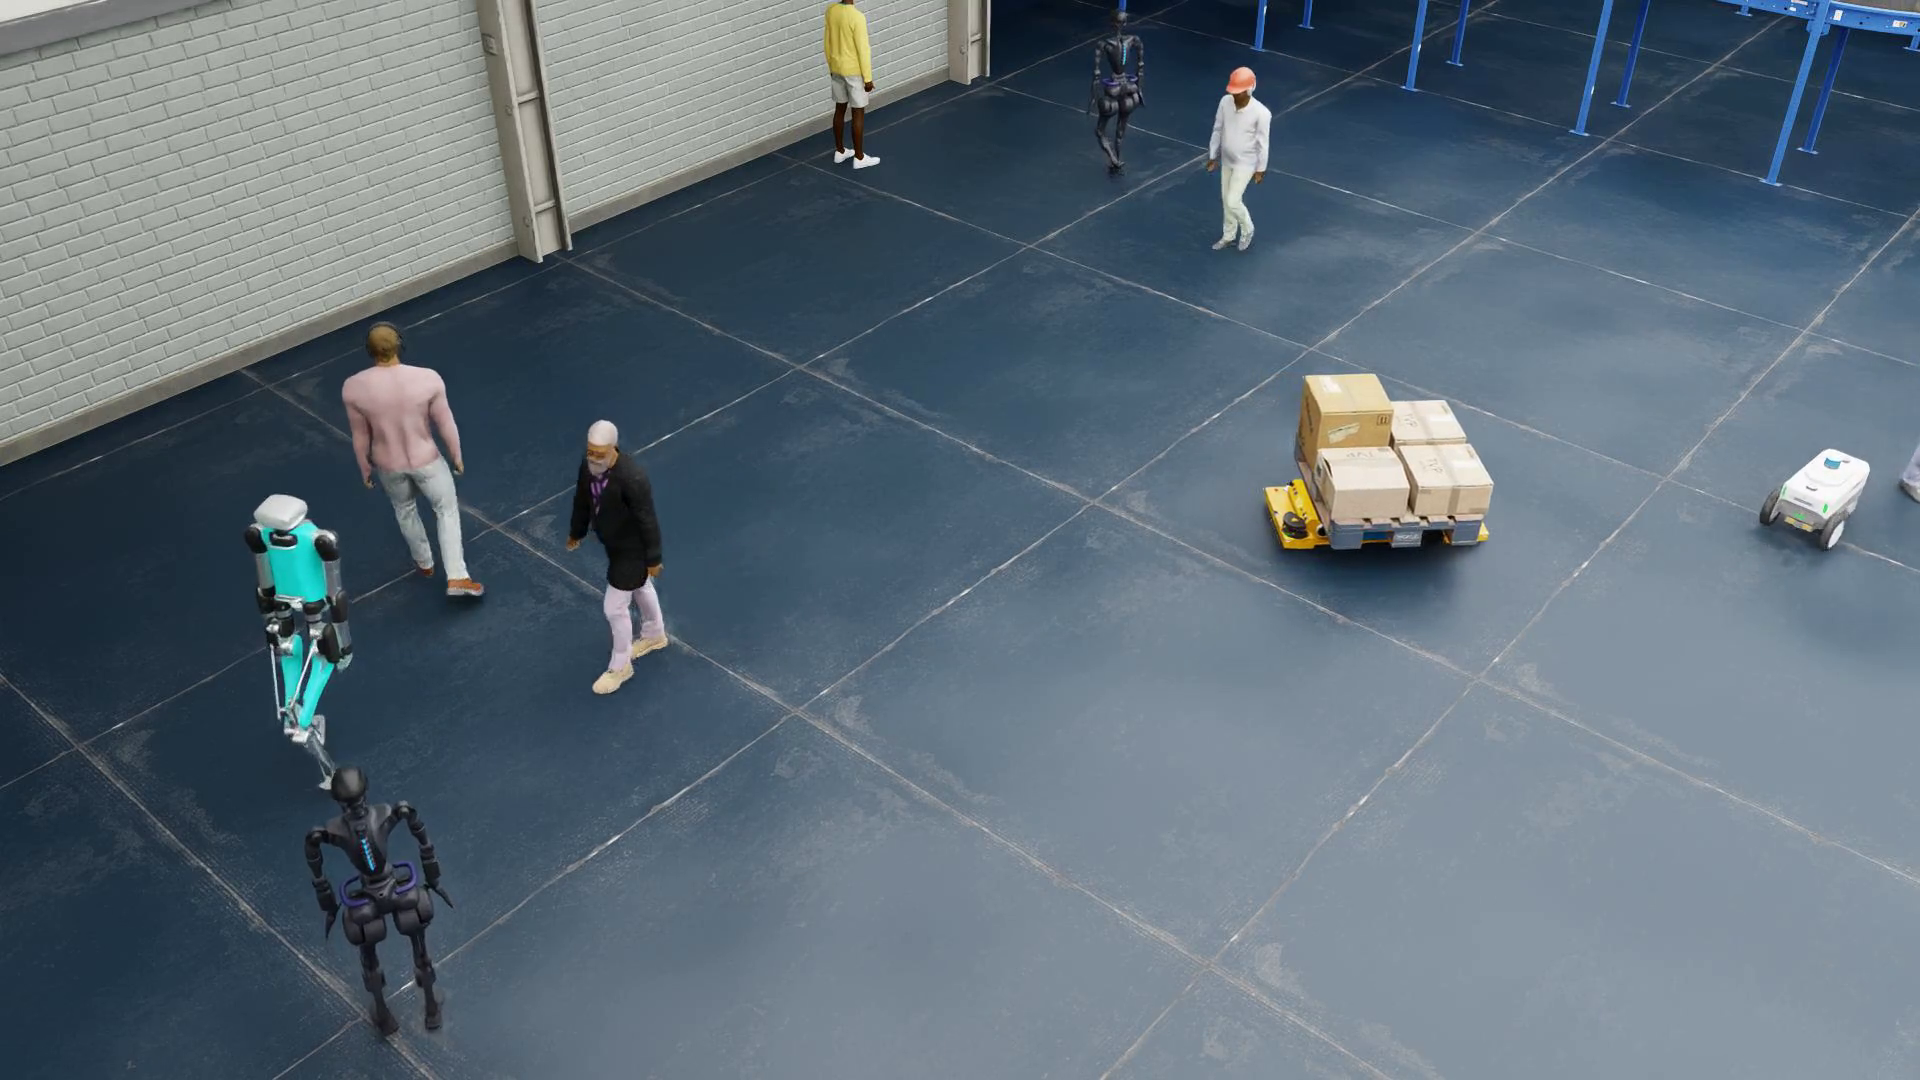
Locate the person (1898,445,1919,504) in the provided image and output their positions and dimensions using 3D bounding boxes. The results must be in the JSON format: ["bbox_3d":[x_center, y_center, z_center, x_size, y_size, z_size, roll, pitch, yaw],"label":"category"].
[{"bbox_3d":[7.046,-0.893,11.320,0.582,1.796,0.940,-9,36,-12],"label":"person"}]

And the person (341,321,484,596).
[{"bbox_3d":[-3.522,-0.469,10.650,0.654,1.918,0.726,-7,36,-10],"label":"person"}]

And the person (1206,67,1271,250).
[{"bbox_3d":[2.464,-3.398,14.894,0.381,1.731,0.557,-23,41,-28],"label":"person"}]

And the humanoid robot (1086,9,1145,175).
[{"bbox_3d":[1.564,-4.361,16.295,0.613,1.640,0.394,-14,38,-19],"label":"humanoid robot"}]

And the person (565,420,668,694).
[{"bbox_3d":[-2.116,0.064,9.948,0.761,1.827,0.618,-25,42,-31],"label":"person"}]

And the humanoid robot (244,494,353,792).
[{"bbox_3d":[-3.694,0.682,9.159,0.531,1.754,0.876,7,36,9],"label":"humanoid robot"}]

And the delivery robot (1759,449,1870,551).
[{"bbox_3d":[6.007,-0.334,11.595,0.769,0.577,0.499,-29,44,-34],"label":"delivery robot"}]

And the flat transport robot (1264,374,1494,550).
[{"bbox_3d":[2.920,-0.218,11.694,1.431,0.231,0.659,-2,36,-3],"label":"flat transport robot"}]

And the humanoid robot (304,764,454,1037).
[{"bbox_3d":[-2.702,1.684,7.803,0.584,1.651,0.332,-15,38,-20],"label":"humanoid robot"}]

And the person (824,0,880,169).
[{"bbox_3d":[-1.098,-4.642,16.501,0.555,1.897,0.358,27,43,32],"label":"person"}]
